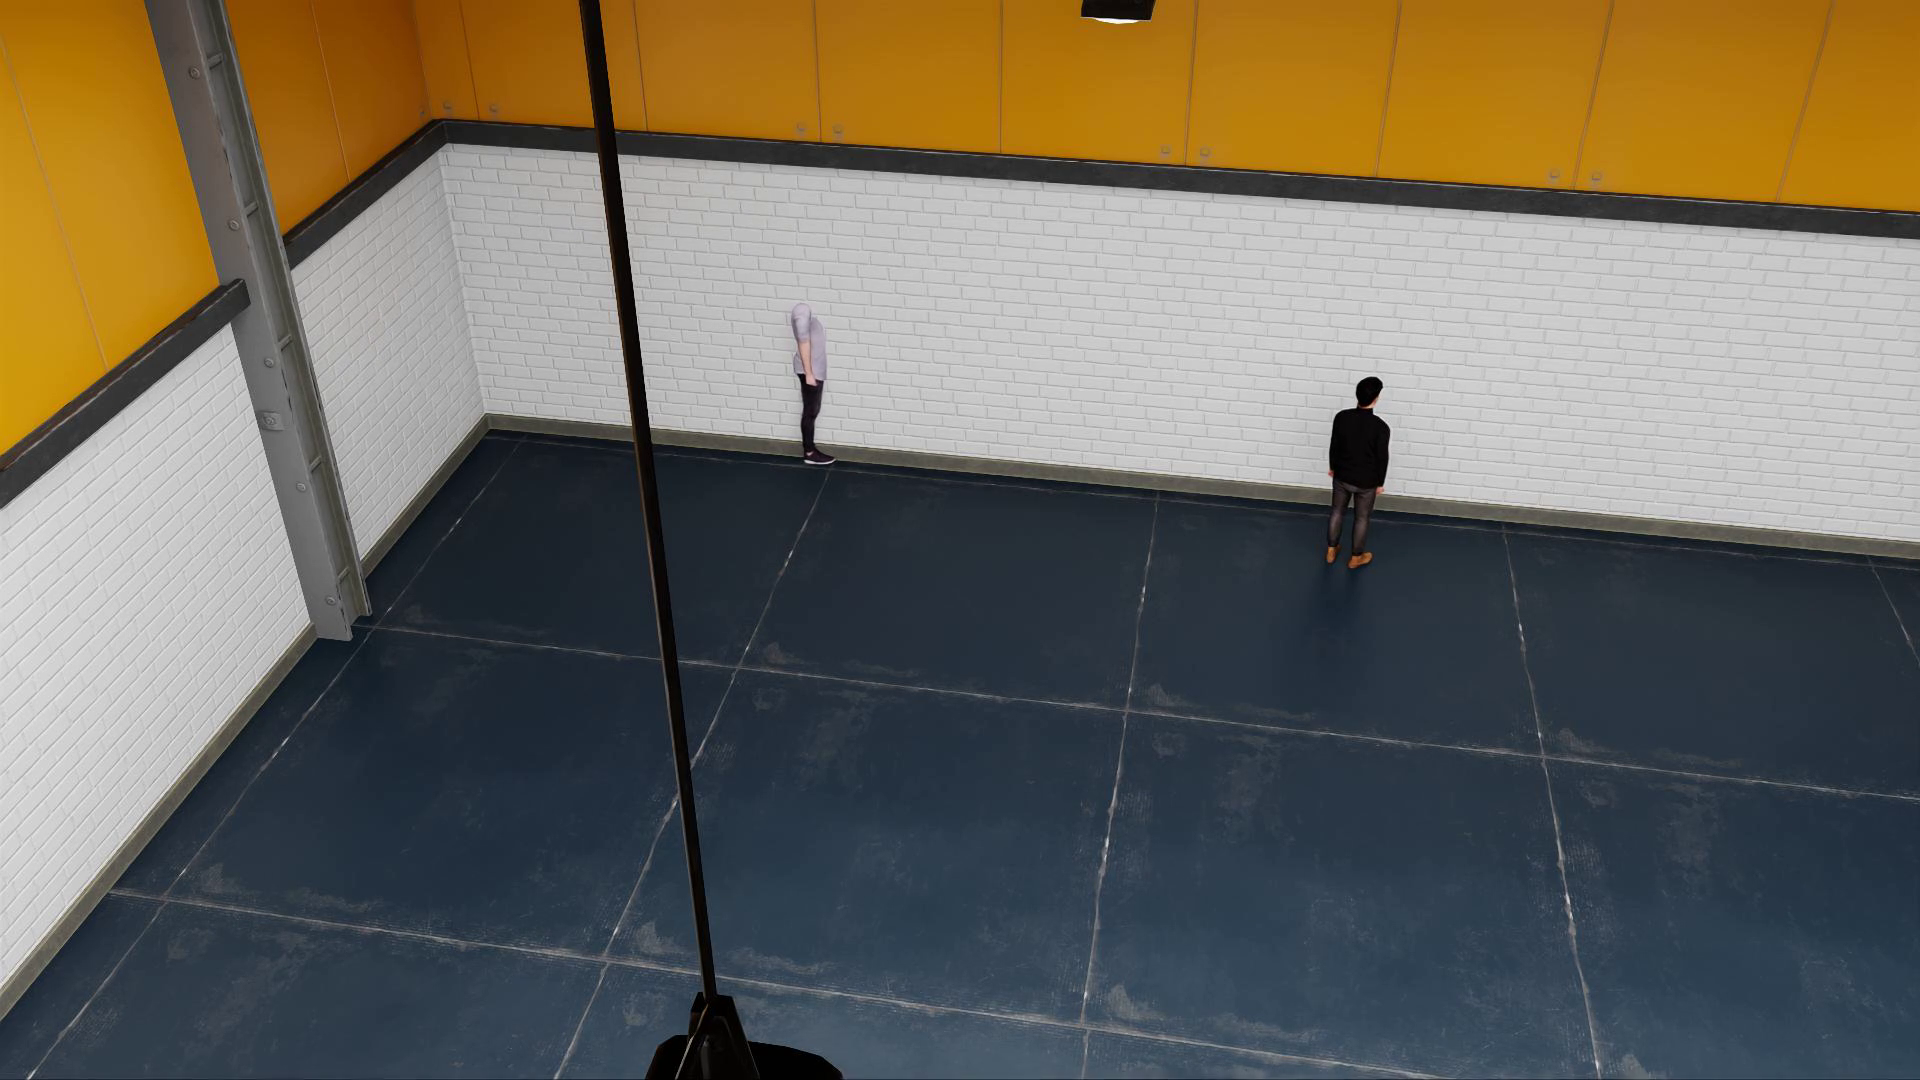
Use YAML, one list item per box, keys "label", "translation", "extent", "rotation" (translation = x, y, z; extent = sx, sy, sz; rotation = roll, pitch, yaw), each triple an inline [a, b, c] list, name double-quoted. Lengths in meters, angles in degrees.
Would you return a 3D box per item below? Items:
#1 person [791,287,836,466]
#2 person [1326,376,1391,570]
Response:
- label: "person"
  translation: [-1.352, -1.578, 15.024]
  extent: [0.760, 1.834, 0.568]
  rotation: [2, 34, 2]
- label: "person"
  translation: [3.239, -0.552, 13.581]
  extent: [0.721, 1.722, 0.693]
  rotation: [21, 39, 29]
